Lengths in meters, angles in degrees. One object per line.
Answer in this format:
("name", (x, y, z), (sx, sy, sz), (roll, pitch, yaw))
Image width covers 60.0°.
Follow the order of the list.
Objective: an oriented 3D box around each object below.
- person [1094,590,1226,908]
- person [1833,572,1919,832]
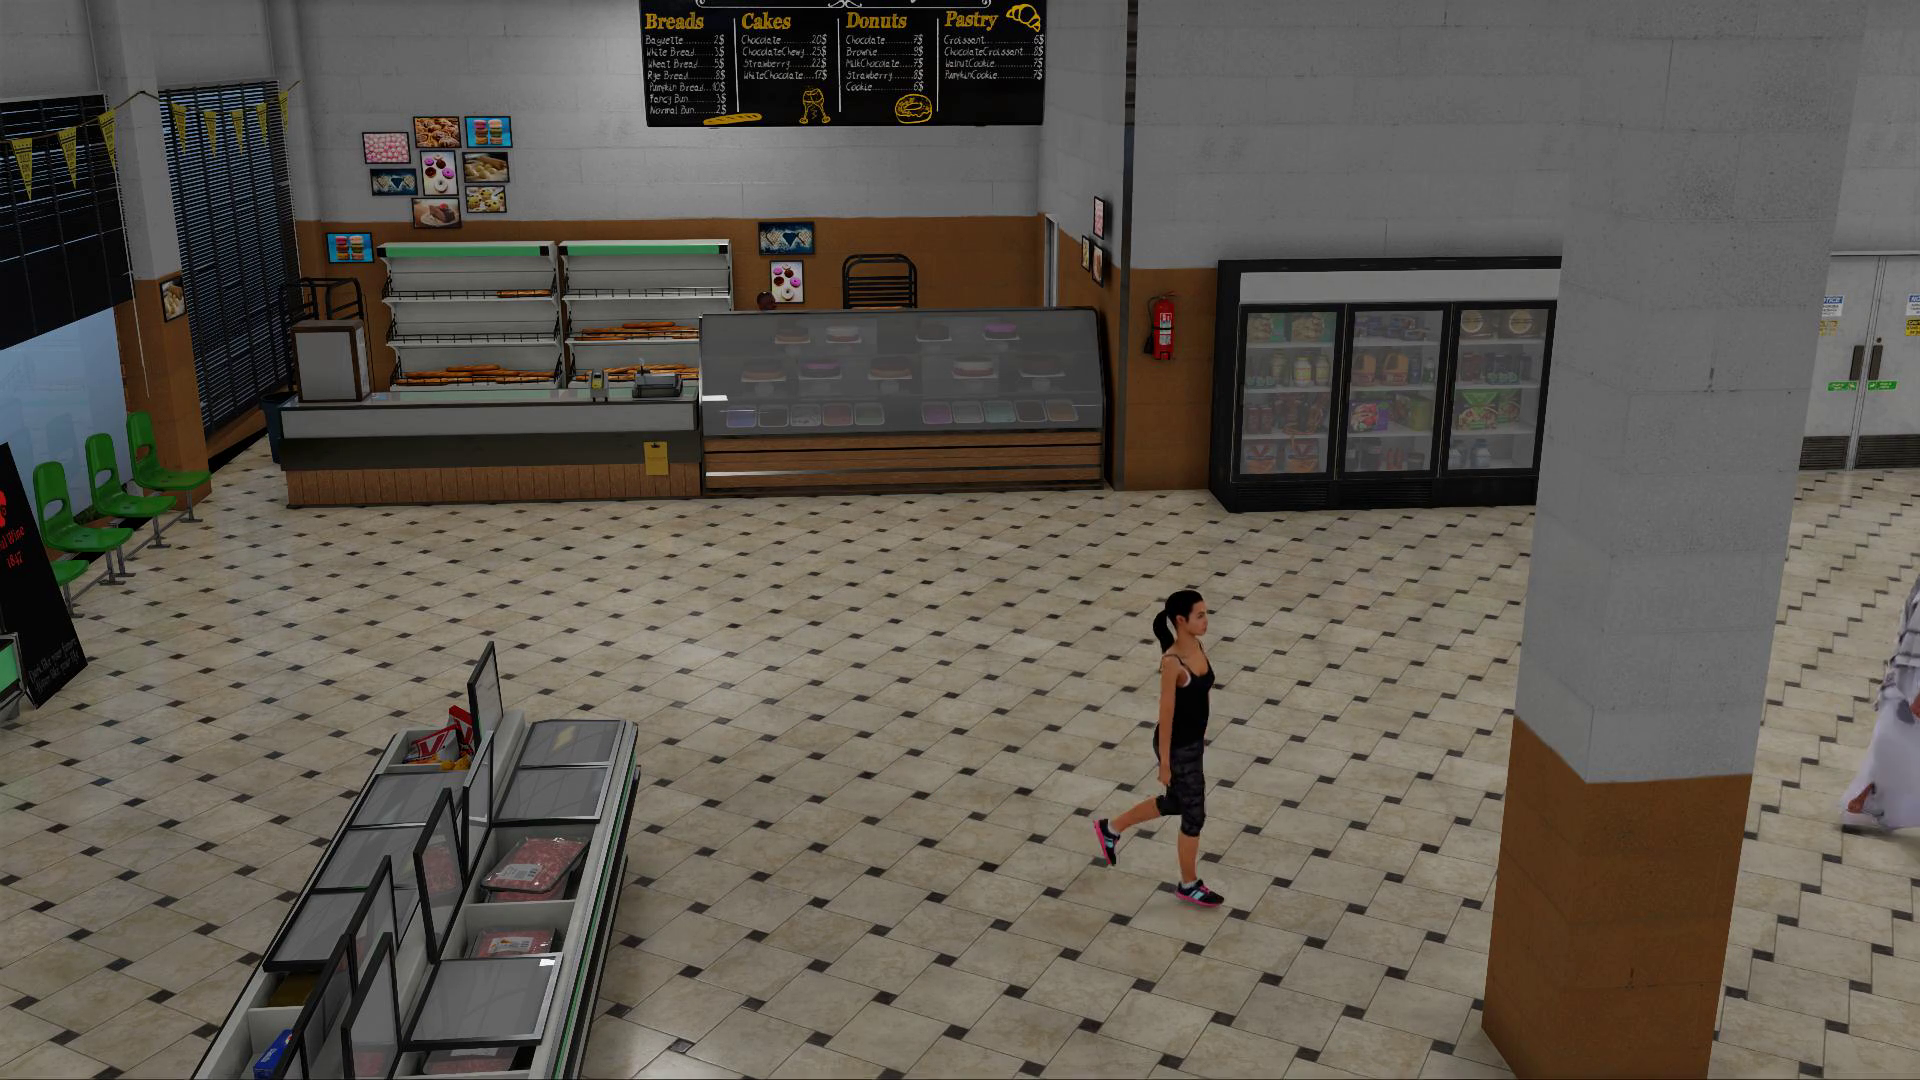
("person", (1.050, 1.077, 8.622), (0.943, 1.703, 0.991), (9, 19, 26))
("person", (5.297, 0.790, 9.249), (1.086, 1.888, 1.241), (5, 18, 16))
